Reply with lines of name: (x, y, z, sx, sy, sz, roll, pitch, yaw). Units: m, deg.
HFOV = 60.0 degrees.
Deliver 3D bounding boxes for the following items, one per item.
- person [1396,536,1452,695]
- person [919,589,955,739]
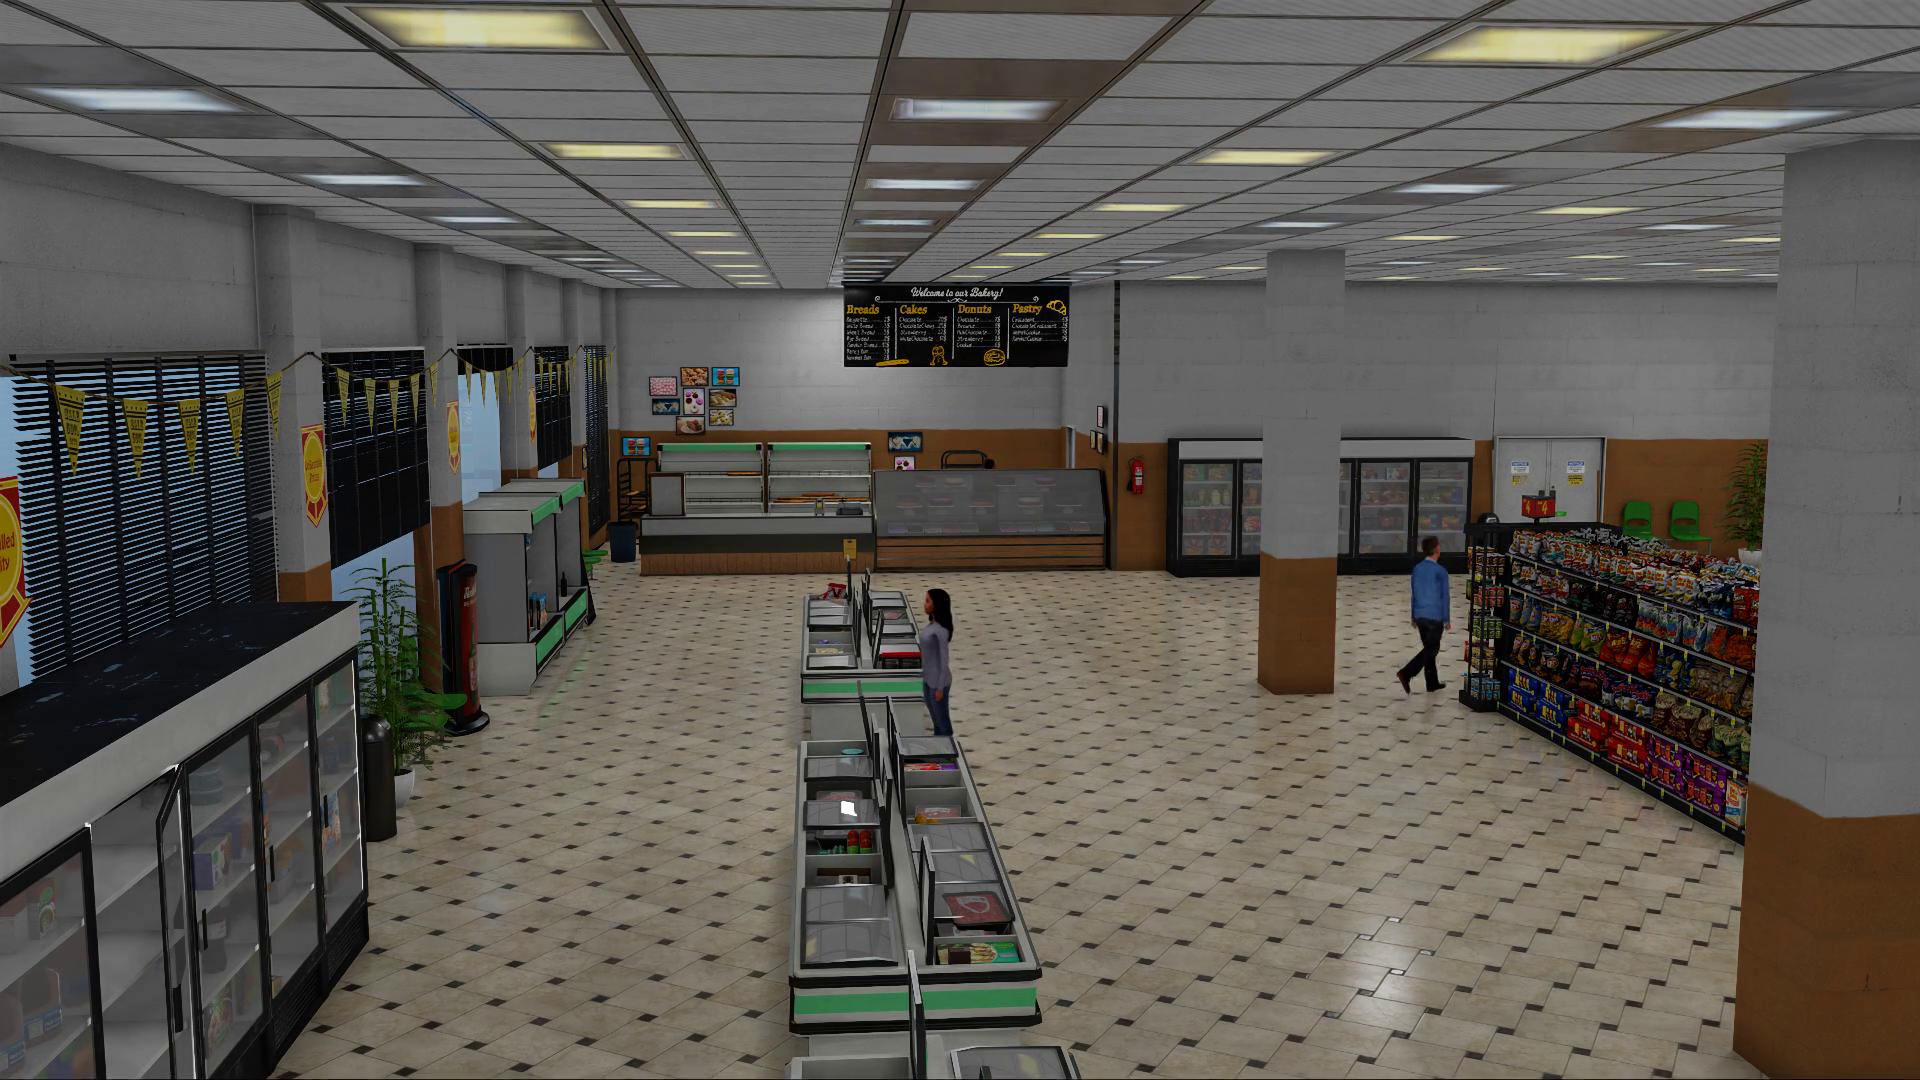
person: (5.226, 0.866, 18.685, 0.980, 1.798, 1.107, -4, 8, -29)
person: (-0.193, 1.307, 15.295, 0.695, 1.735, 0.508, -2, 7, -14)
